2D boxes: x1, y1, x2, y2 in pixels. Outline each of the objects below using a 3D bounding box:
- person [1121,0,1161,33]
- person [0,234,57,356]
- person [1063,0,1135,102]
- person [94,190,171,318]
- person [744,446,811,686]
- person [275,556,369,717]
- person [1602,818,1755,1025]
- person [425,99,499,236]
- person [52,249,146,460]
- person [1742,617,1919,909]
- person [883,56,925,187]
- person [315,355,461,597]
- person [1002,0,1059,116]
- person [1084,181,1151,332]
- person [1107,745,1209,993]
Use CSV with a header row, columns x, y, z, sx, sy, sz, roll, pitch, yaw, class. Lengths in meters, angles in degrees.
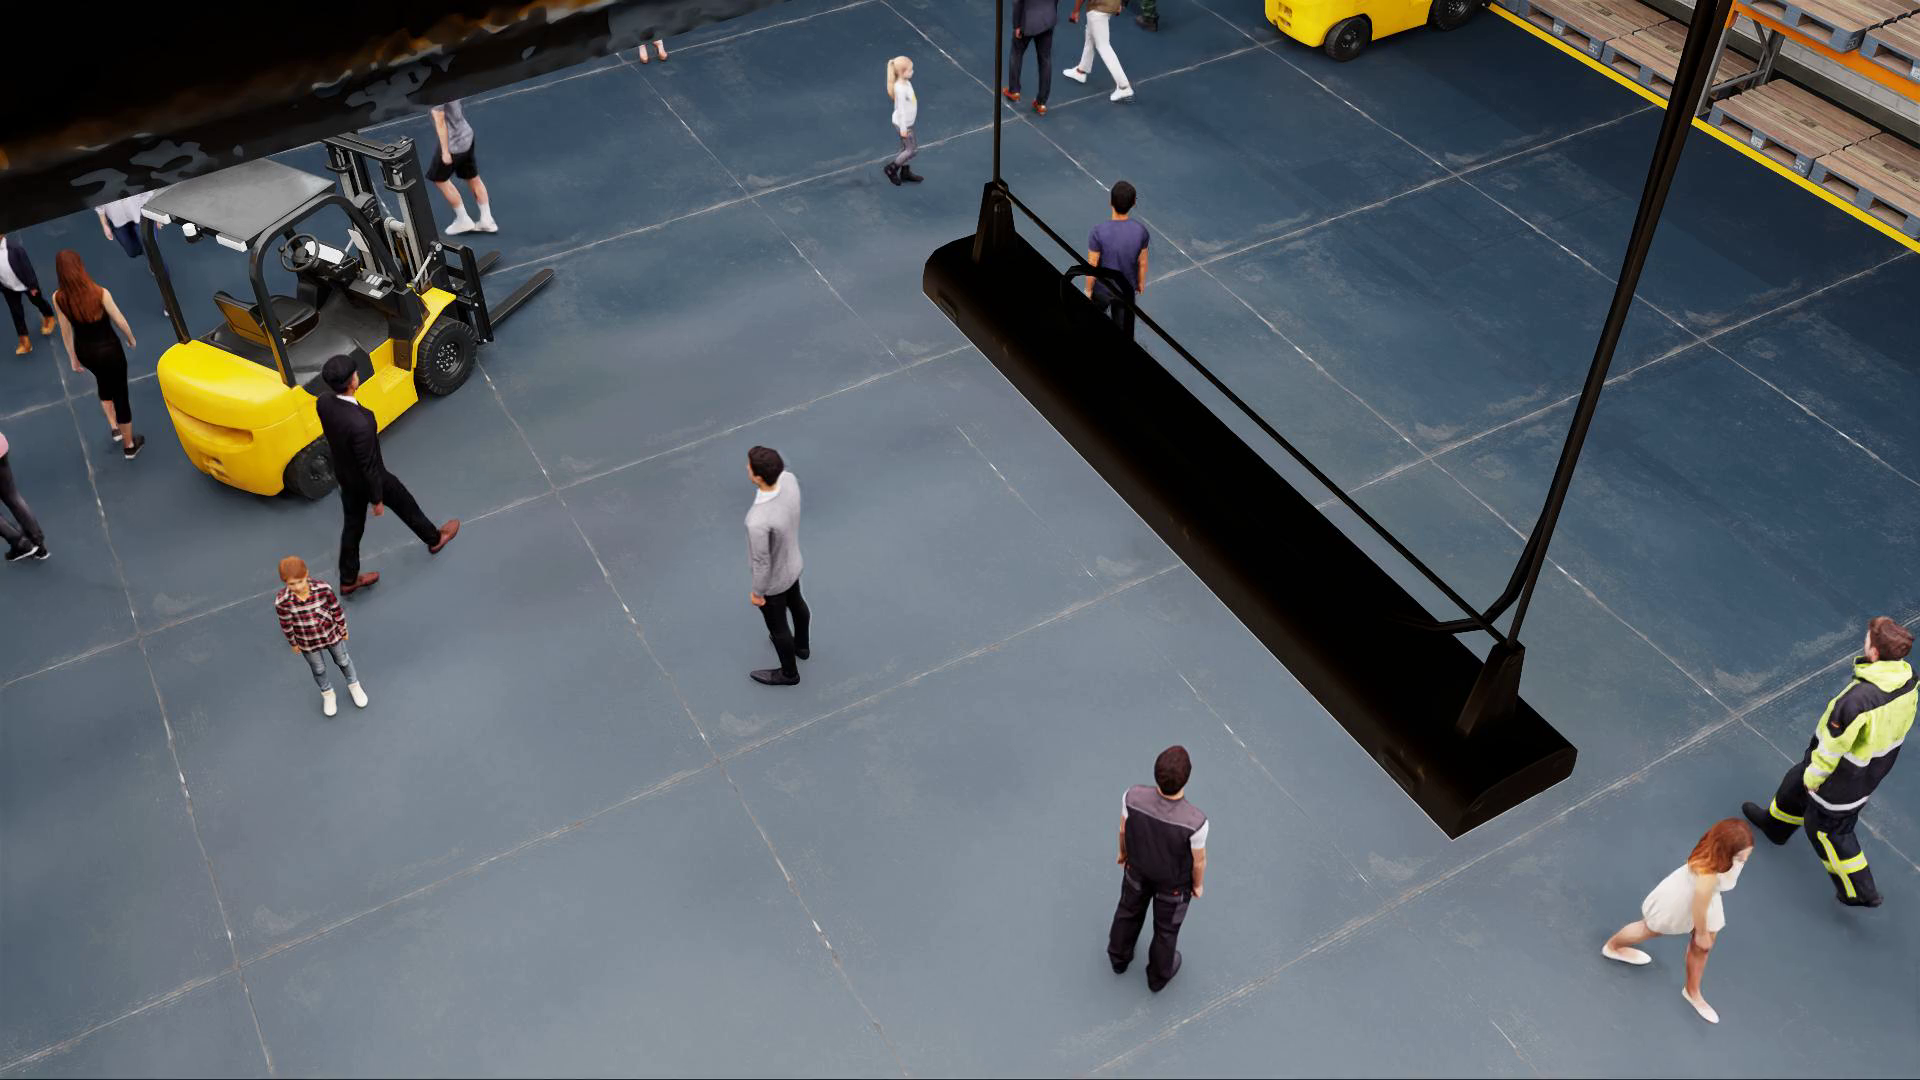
x,y,z,sx,sy,sz,roll,pitch,yaw,class
1.992,-6.239,17.333,0.796,1.863,1.153,-29,51,-27,person
-7.649,-2.150,13.525,0.731,1.195,0.894,-2,44,-2,person
1.444,-5.171,16.254,1.253,1.806,1.022,27,50,25,person
-6.871,-2.744,13.788,0.860,1.692,1.114,-8,44,-8,person
-1.159,0.171,10.563,0.870,1.922,0.827,13,45,13,person
-4.084,0.583,10.577,0.539,1.304,0.513,-18,46,-18,person
3.862,1.887,8.949,0.988,1.663,0.760,28,50,26,person
-4.300,-3.469,14.432,0.929,1.854,0.852,4,44,5,person
-6.365,-1.309,12.270,0.741,1.708,0.822,-4,44,-5,person
5.073,1.306,9.361,0.885,1.935,1.218,-26,49,-25,person
-0.573,-3.829,15.230,0.694,1.274,0.643,2,44,2,person
-4.109,-0.380,11.210,1.230,1.826,1.065,29,51,27,person
0.771,-4.958,16.031,0.767,1.805,0.901,-14,45,-14,person
1.209,-1.892,12.833,0.756,1.776,0.748,-6,44,-7,person
1.067,1.771,8.940,0.705,1.843,0.813,23,48,22,person
